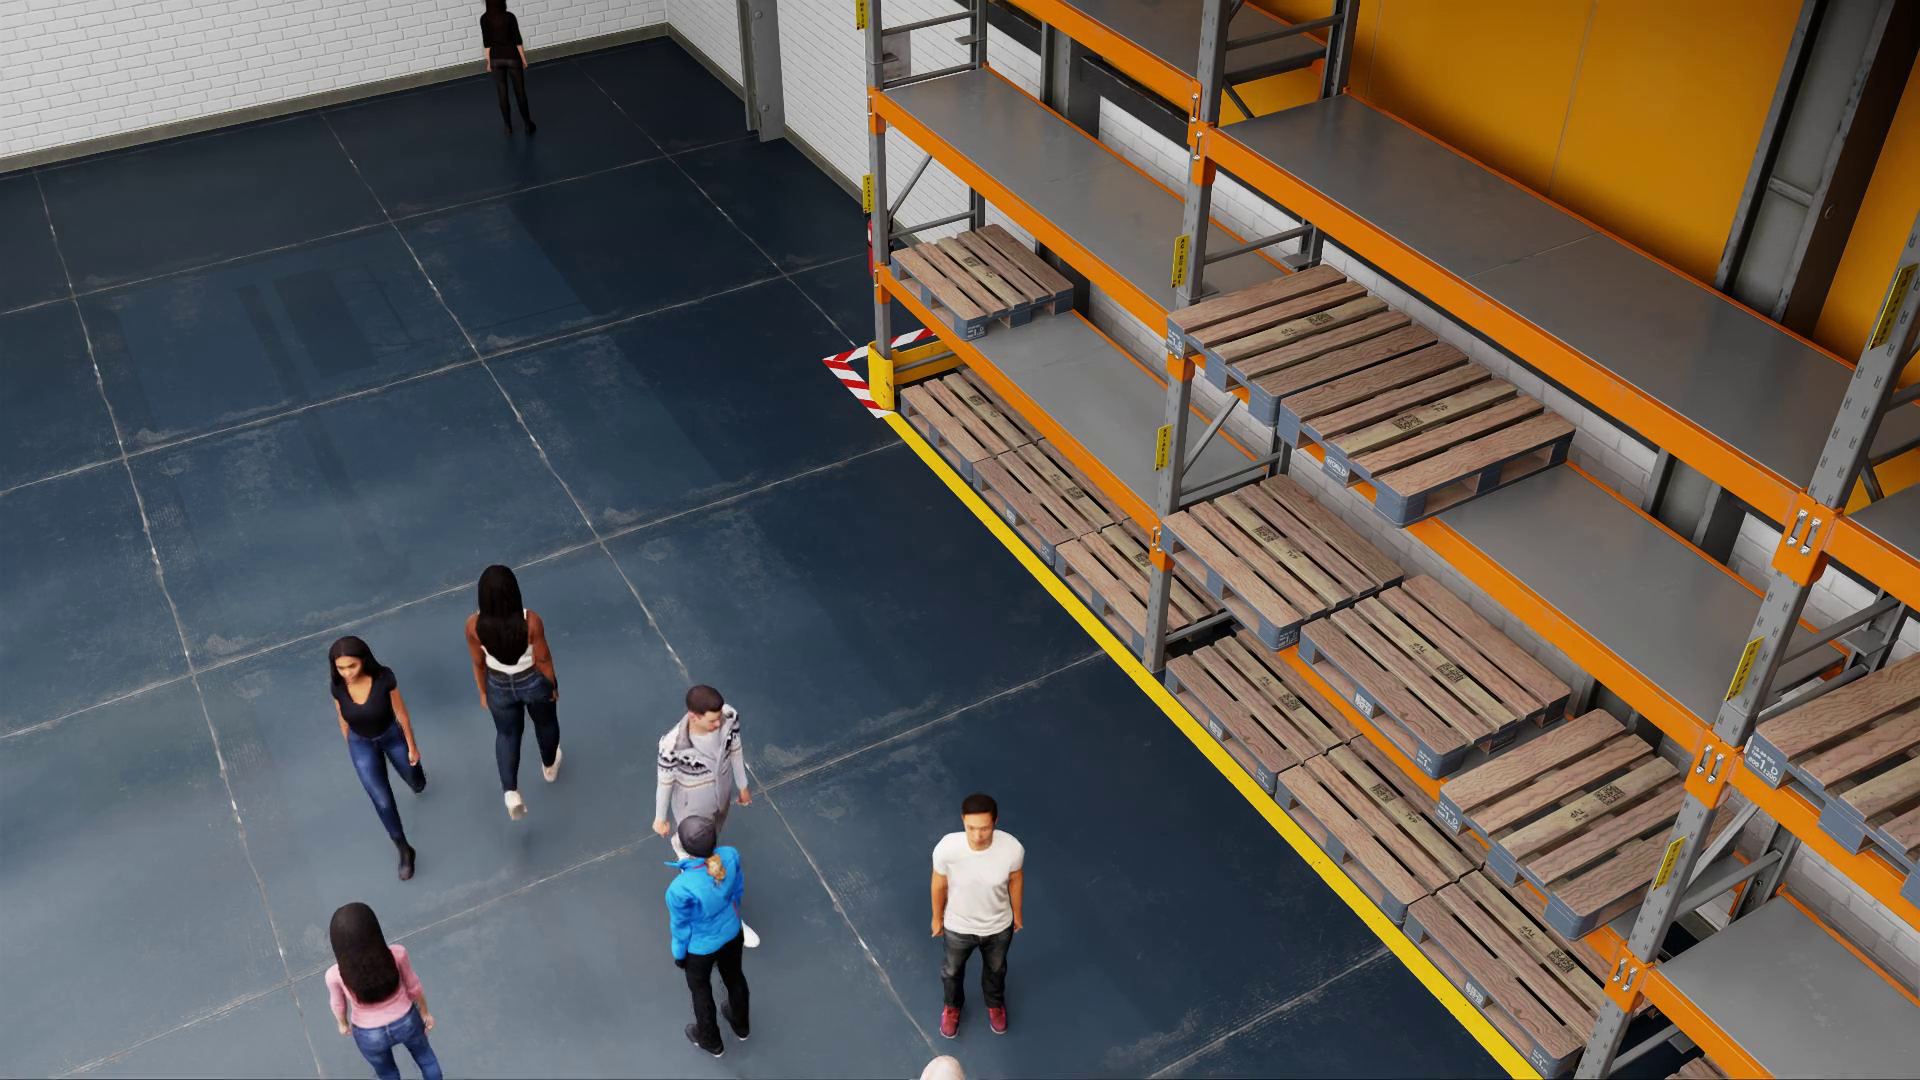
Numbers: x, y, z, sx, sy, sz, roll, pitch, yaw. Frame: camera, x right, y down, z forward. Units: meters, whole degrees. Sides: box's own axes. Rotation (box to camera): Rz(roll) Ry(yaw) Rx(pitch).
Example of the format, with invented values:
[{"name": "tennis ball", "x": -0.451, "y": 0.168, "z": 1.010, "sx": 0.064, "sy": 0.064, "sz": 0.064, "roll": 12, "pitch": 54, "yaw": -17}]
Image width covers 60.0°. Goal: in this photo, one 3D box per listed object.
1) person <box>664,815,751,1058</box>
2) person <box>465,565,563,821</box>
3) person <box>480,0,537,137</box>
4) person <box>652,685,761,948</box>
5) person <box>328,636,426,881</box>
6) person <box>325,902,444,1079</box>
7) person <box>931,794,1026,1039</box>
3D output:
[{"name": "person", "x": -1.282, "y": 2.099, "z": 8.763, "sx": 0.669, "sy": 1.795, "sz": 0.624, "roll": -29, "pitch": 47, "yaw": -32}, {"name": "person", "x": -2.715, "y": 0.966, "z": 10.188, "sx": 0.919, "sy": 1.788, "sz": 1.118, "roll": -2, "pitch": 39, "yaw": -2}, {"name": "person", "x": -4.928, "y": -5.198, "z": 18.023, "sx": 0.656, "sy": 1.641, "sz": 0.634, "roll": -5, "pitch": 39, "yaw": -6}, {"name": "person", "x": -1.528, "y": 1.436, "z": 9.560, "sx": 1.258, "sy": 1.836, "sz": 0.970, "roll": 31, "pitch": 48, "yaw": 33}, {"name": "person", "x": -3.457, "y": 1.183, "z": 9.969, "sx": 0.729, "sy": 1.721, "sz": 1.094, "roll": -9, "pitch": 40, "yaw": -12}, {"name": "person", "x": -2.888, "y": 2.457, "z": 8.357, "sx": 0.581, "sy": 1.741, "sz": 0.541, "roll": -20, "pitch": 43, "yaw": -23}, {"name": "person", "x": 0.100, "y": 1.994, "z": 8.888, "sx": 0.717, "sy": 1.803, "sz": 0.689, "roll": -3, "pitch": 39, "yaw": -4}]
